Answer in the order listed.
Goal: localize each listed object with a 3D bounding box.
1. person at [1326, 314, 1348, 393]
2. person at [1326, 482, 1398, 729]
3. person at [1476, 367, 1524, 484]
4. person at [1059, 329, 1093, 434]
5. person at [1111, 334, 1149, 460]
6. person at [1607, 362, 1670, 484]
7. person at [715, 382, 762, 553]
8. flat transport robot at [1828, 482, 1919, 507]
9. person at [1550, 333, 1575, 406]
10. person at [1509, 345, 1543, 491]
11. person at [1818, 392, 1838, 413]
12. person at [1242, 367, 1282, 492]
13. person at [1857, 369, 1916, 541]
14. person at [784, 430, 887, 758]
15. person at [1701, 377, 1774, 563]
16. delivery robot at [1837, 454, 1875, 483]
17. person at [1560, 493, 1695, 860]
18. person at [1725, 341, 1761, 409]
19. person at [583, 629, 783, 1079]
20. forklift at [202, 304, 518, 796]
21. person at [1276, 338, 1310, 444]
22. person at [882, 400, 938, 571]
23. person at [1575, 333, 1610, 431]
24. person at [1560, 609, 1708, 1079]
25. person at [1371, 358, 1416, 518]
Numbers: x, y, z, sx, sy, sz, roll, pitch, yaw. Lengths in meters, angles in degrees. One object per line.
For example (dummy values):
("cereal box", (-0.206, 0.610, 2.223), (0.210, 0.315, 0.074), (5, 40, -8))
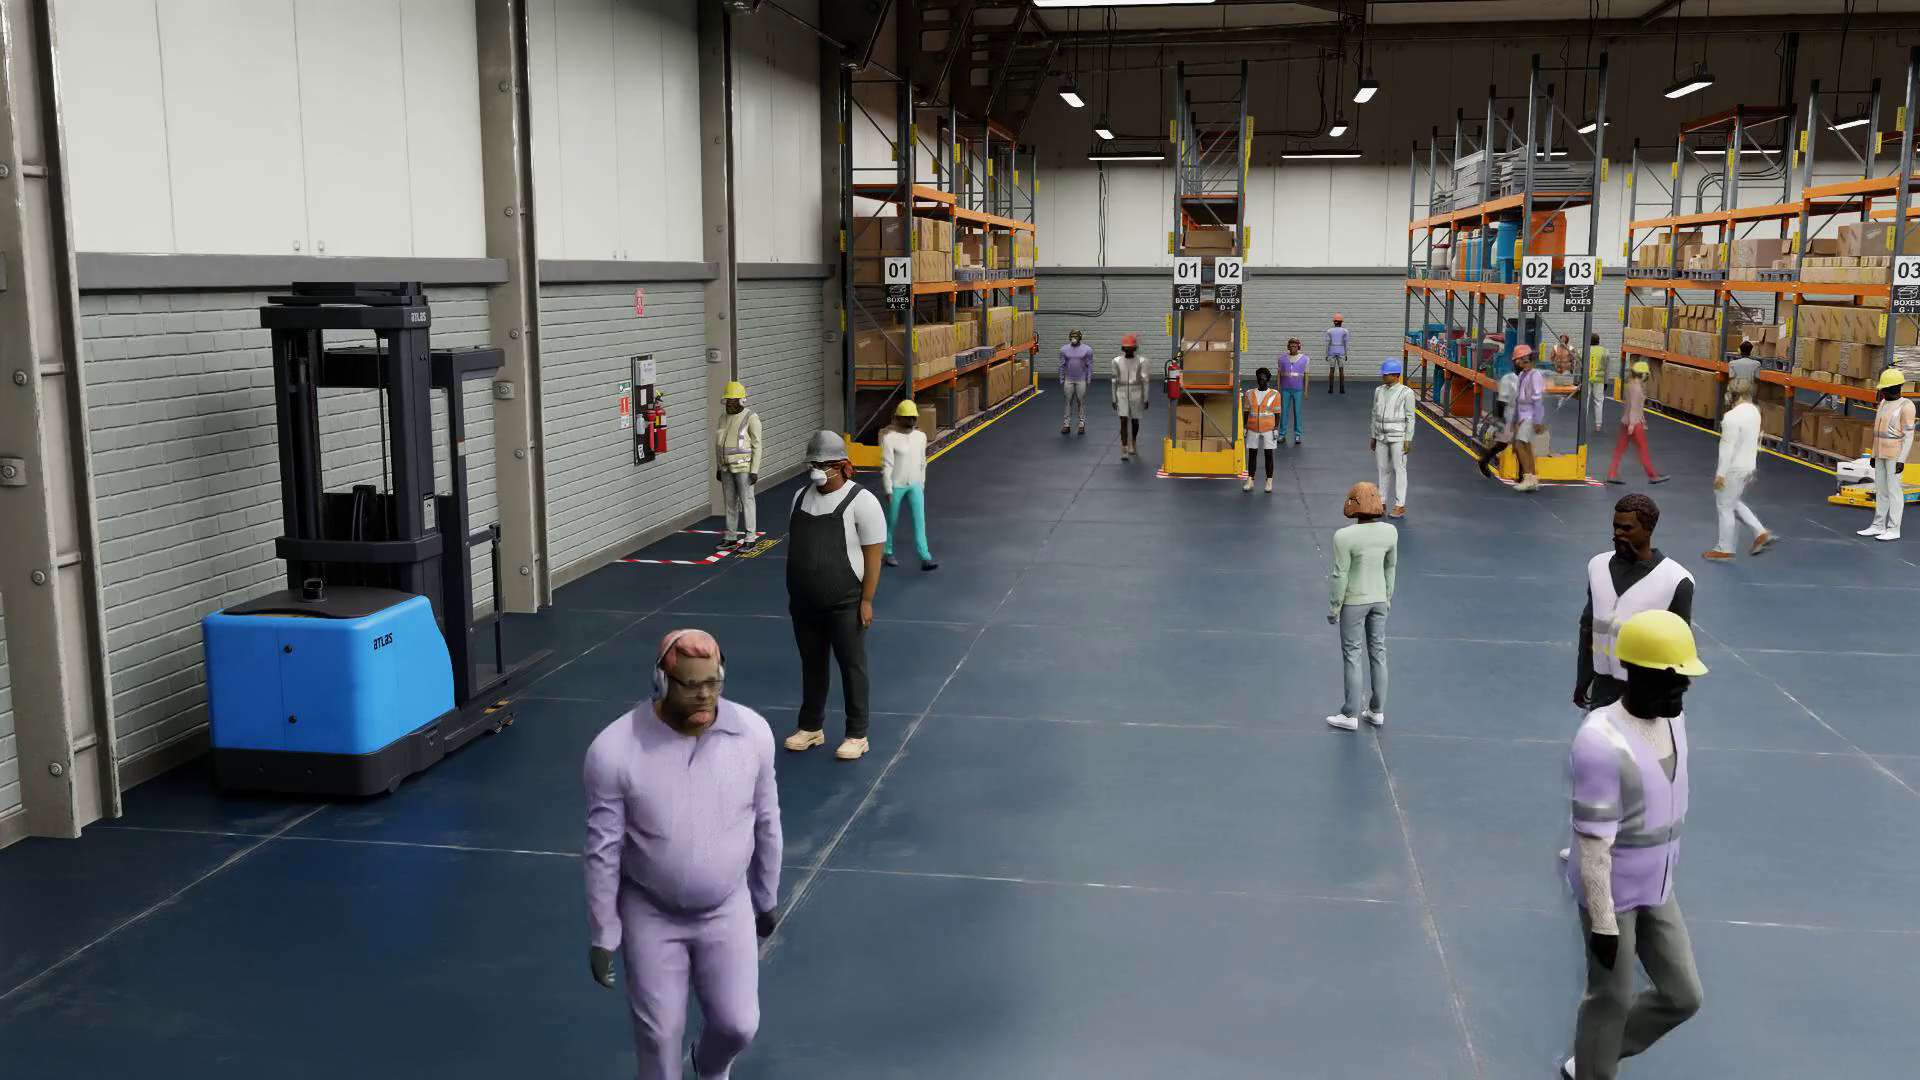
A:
("person", (9.299, -4.595, 41.045), (0.542, 1.931, 0.376), (2, 10, 14))
("person", (2.650, 0.429, 10.973), (0.499, 1.633, 0.286), (-4, 10, -25))
("person", (7.766, -1.747, 23.530), (0.627, 1.931, 0.919), (-4, 10, -26))
("person", (2.141, -2.945, 30.845), (0.635, 1.937, 0.352), (2, 10, 15))
("person", (2.740, -2.327, 26.828), (0.619, 2.016, 0.944), (2, 9, 10))
("person", (9.592, -1.637, 23.423), (0.876, 1.726, 0.528), (1, 9, 8))
("person", (-2.403, -0.785, 17.853), (0.600, 1.829, 0.404), (6, 11, 34))
("flat transport robot", (12.031, -0.598, 21.628), (1.431, 0.197, 0.652), (-5, 11, -30))
("person", (13.430, -3.799, 37.071), (0.524, 1.621, 0.613), (6, 11, 32))
("person", (7.700, -1.648, 22.652), (0.579, 1.997, 0.682), (0, 9, -2))
("person", (17.800, -3.374, 34.090), (0.487, 1.744, 0.297), (1, 9, 5))
("person", (4.115, -1.510, 22.728), (0.537, 1.700, 0.317), (5, 10, 26))
("person", (10.414, -0.959, 18.656), (0.381, 1.918, 0.585), (0, 9, -3))
("person", (-0.827, 0.352, 10.326), (0.683, 2.000, 0.537), (5, 11, 31))
("person", (8.038, -0.717, 17.142), (0.634, 1.922, 0.573), (-9, 13, -44))
("delivery robot", (12.227, -0.923, 22.468), (0.477, 0.478, 0.707), (-3, 10, -18))
("person", (3.346, 0.717, 8.318), (0.385, 1.918, 0.596), (-6, 11, -31))
("person", (12.794, -2.320, 27.202), (0.521, 1.870, 0.319), (2, 9, 14))
("person", (-0.902, 1.196, 5.467), (0.671, 1.888, 0.503), (-4, 10, -22))
("forklift", (-3.673, -0.038, 10.147), (1.129, 2.768, 1.873), (1, 9, 9))
("person", (5.823, -2.617, 29.126), (0.565, 1.840, 0.390), (3, 10, 19))
("person", (-0.541, -0.550, 16.731), (0.543, 1.714, 0.932), (-6, 11, -31))
("person", (11.881, -2.970, 31.295), (0.619, 1.845, 0.430), (2, 9, 14))
("person", (2.261, 1.165, 5.575), (0.603, 1.908, 0.419), (-7, 12, -38))
("person", (5.289, -1.255, 20.399), (0.403, 1.943, 0.607), (-7, 11, -35))
